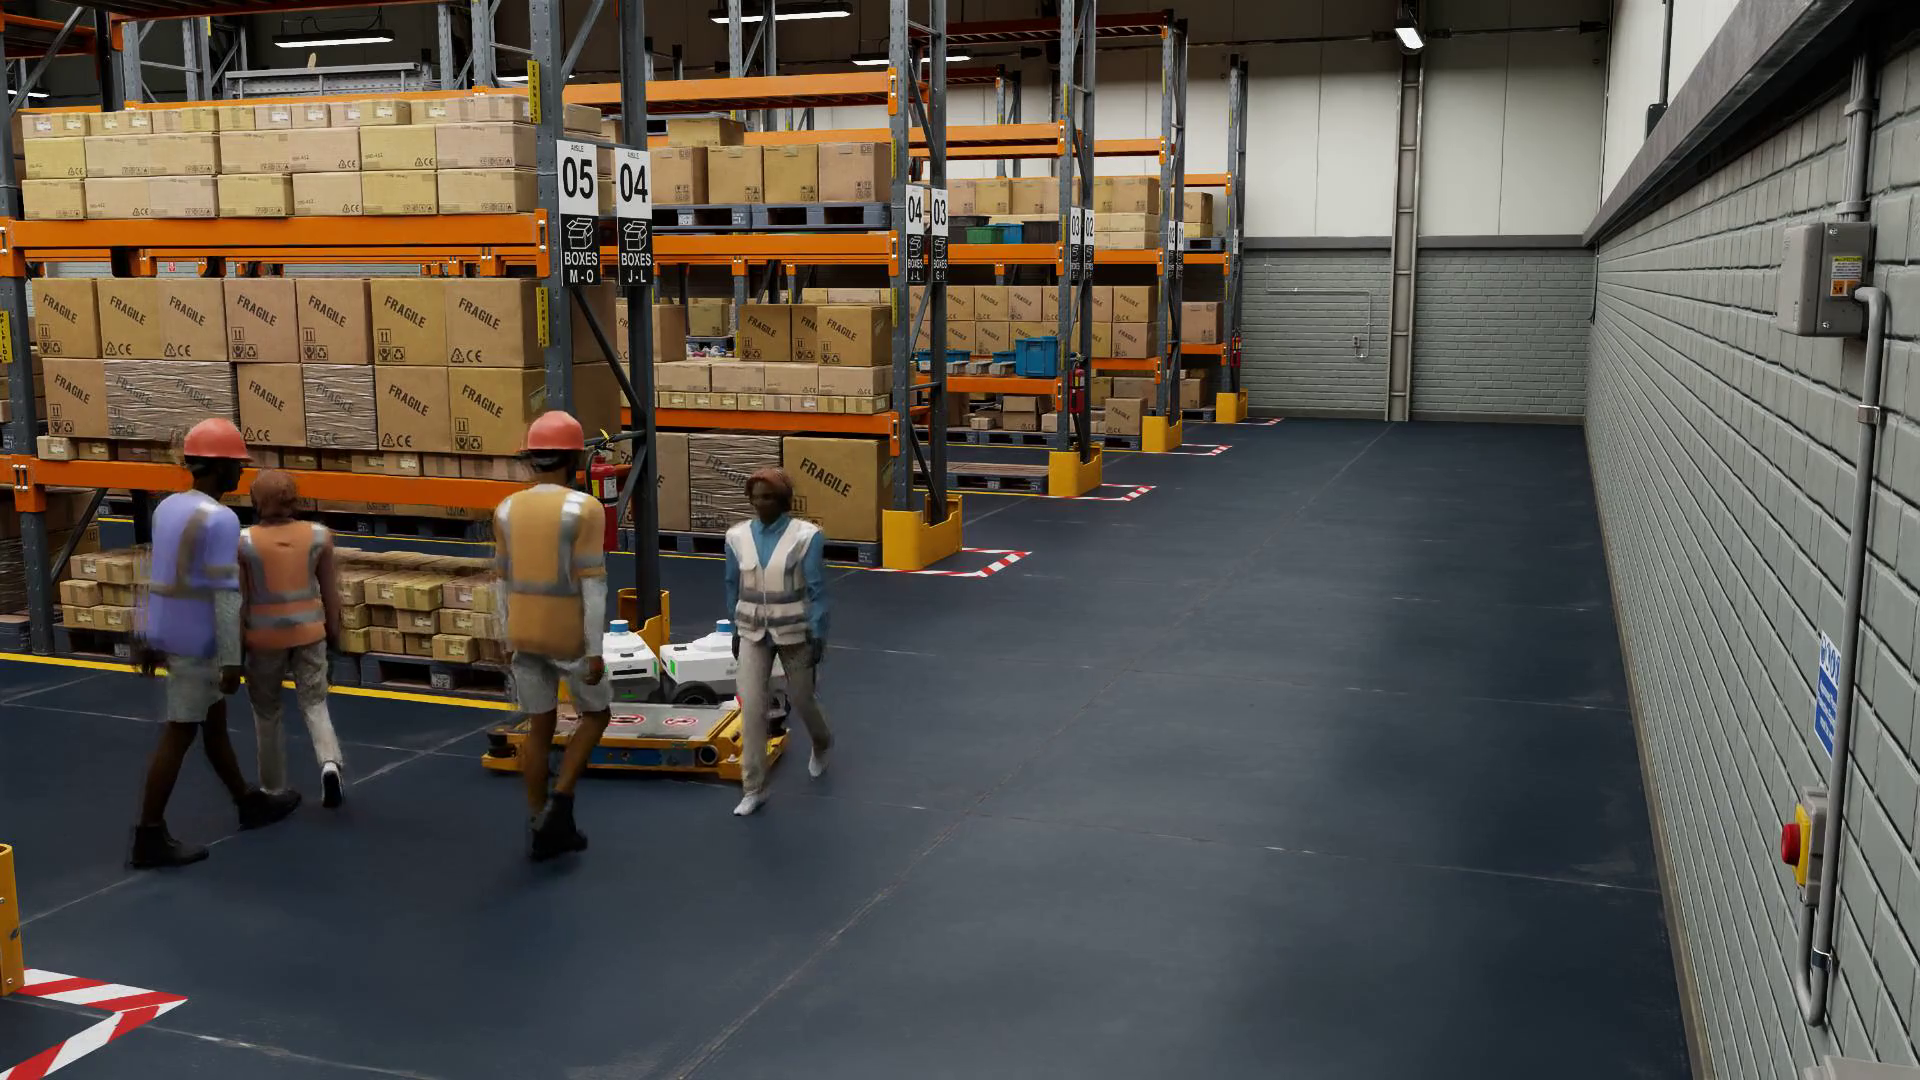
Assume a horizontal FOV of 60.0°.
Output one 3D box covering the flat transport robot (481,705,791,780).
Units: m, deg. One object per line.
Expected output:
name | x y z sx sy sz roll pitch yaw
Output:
flat transport robot | -1.638 1.012 8.508 1.431 0.197 0.652 1 9 7

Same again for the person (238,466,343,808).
person | -3.111 0.471 7.703 0.526 1.622 0.628 -7 12 -38

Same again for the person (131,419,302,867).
person | -3.262 0.430 7.202 0.570 1.882 0.837 8 12 42

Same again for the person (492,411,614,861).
person | -1.723 0.410 7.137 0.574 1.914 0.491 4 10 21

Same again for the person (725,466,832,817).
person | -0.852 0.440 7.918 0.521 1.612 0.751 2 9 14

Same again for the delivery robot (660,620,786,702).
delivery robot | -1.311 0.691 9.337 0.707 0.478 0.477 -3 10 -20

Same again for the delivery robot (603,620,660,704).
delivery robot | -1.906 0.692 9.332 0.477 0.478 0.707 -3 10 -19
